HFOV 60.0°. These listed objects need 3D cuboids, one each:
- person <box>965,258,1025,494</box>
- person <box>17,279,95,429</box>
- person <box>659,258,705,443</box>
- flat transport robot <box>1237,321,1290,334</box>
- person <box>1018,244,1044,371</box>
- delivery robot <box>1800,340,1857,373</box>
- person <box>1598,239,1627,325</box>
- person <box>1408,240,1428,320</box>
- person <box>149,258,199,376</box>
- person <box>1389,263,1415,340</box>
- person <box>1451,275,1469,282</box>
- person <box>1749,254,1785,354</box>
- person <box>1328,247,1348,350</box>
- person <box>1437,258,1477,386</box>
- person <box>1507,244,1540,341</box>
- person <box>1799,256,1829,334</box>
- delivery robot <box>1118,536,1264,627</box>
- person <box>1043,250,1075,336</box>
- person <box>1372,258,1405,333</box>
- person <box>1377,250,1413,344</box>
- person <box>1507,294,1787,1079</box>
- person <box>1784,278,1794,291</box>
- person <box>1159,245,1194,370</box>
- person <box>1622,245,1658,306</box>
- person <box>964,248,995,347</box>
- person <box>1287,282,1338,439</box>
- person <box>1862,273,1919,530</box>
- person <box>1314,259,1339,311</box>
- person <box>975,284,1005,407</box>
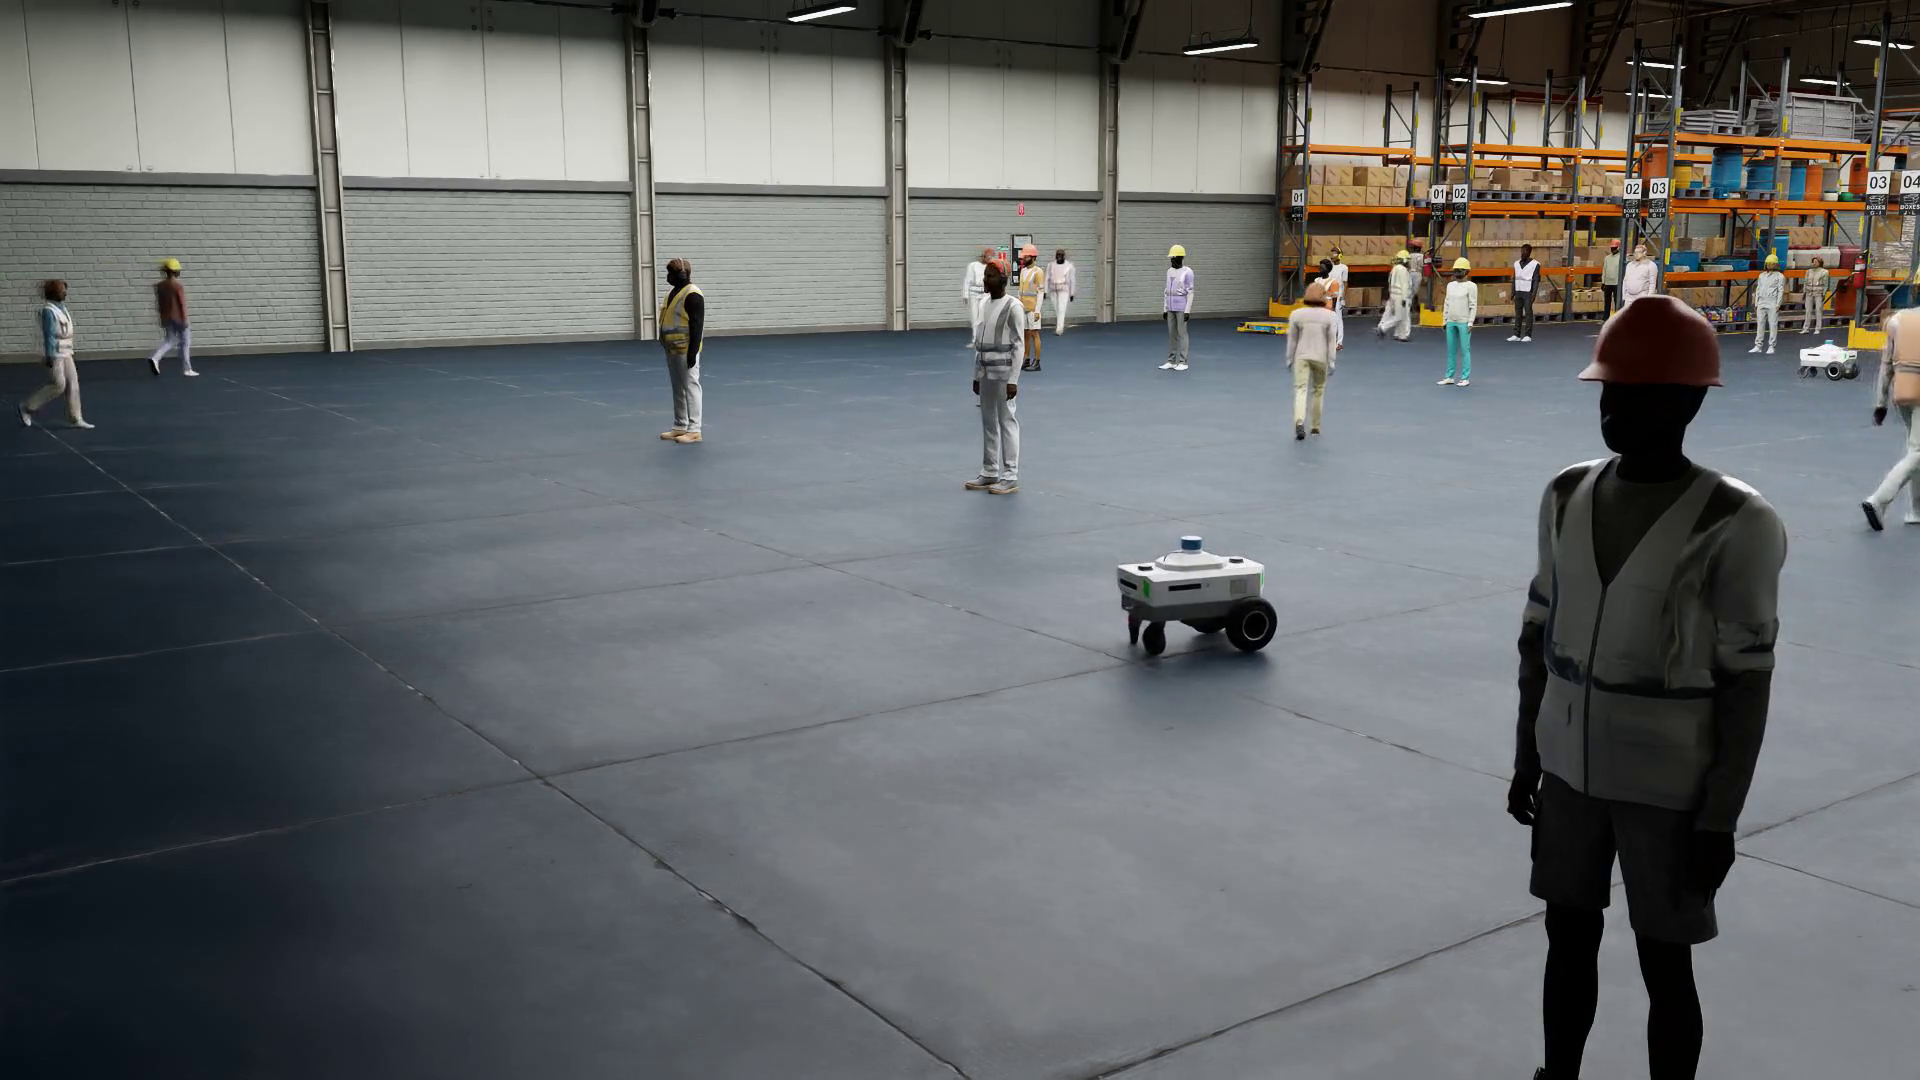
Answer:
[{"bbox_3d":[0.291,-1.317,13.411,0.356,1.884,0.574,-7,13,-35],"label":"person"},{"bbox_3d":[-9.679,-1.967,17.712,0.633,1.618,0.517,-2,11,-12],"label":"person"},{"bbox_3d":[-2.807,-1.904,16.743,0.429,1.844,0.625,-7,13,-35],"label":"person"},{"bbox_3d":[6.663,-4.540,35.502,0.652,0.197,1.431,-7,13,-34],"label":"flat transport robot"},{"bbox_3d":[1.057,-3.563,25.564,0.358,1.941,0.546,-7,13,-35],"label":"person"},{"bbox_3d":[12.592,-2.655,24.132,0.477,0.478,0.707,-7,13,-35],"label":"delivery robot"},{"bbox_3d":[15.181,-5.978,38.659,0.382,1.995,0.612,-7,13,-35],"label":"person"},{"bbox_3d":[11.232,-6.410,41.071,1.076,1.995,0.627,-6,12,-31],"label":"person"},{"bbox_3d":[-11.573,-3.251,24.396,0.528,1.748,0.678,5,11,24],"label":"person"},{"bbox_3d":[8.771,-4.758,32.958,0.280,1.633,0.500,-7,13,-35],"label":"person"},{"bbox_3d":[12.945,-6.678,43.114,0.309,1.772,0.525,-7,13,-35],"label":"person"},{"bbox_3d":[14.311,-4.176,29.462,0.290,1.746,0.487,-7,13,-35],"label":"person"},{"bbox_3d":[6.827,-4.393,30.312,0.328,1.872,0.514,-7,13,-35],"label":"person"},{"bbox_3d":[6.901,-3.013,23.024,0.309,1.772,0.525,-7,13,-35],"label":"person"},{"bbox_3d":[11.162,-4.883,32.875,0.376,1.919,0.595,-7,13,-35],"label":"person"},{"bbox_3d":[18.109,-5.176,35.233,0.309,1.641,0.514,-7,13,-35],"label":"person"},{"bbox_3d":[1.155,0.225,8.342,0.707,0.478,0.477,-4,11,-21],"label":"delivery robot"},{"bbox_3d":[2.075,-5.175,34.836,0.627,1.796,0.976,5,11,24],"label":"person"},{"bbox_3d":[9.221,-5.181,35.368,0.846,1.593,0.529,-4,11,-23],"label":"person"},{"bbox_3d":[8.425,-4.686,32.089,0.636,1.806,0.611,1,10,3],"label":"person"},{"bbox_3d":[1.371,0.472,3.443,0.354,1.942,0.545,-7,13,-35],"label":"person"},{"bbox_3d":[25.823,-8.302,51.828,0.403,1.837,0.591,-7,13,-35],"label":"person"},{"bbox_3d":[3.360,-3.591,25.755,0.371,1.927,0.588,-7,13,-35],"label":"person"},{"bbox_3d":[12.490,-4.479,30.684,0.407,1.908,0.641,-7,13,-35],"label":"person"},{"bbox_3d":[0.410,-4.516,31.053,0.678,1.854,0.365,-1,10,-6],"label":"person"},{"bbox_3d":[3.596,-1.842,17.046,0.507,1.602,0.769,3,11,17],"label":"person"},{"bbox_3d":[6.725,-1.009,11.712,0.863,1.897,0.587,-4,11,-19],"label":"person"},{"bbox_3d":[5.935,-3.729,27.138,0.318,1.700,0.535,-7,13,-35],"label":"person"},{"bbox_3d":[0.400,-2.399,20.027,0.280,1.633,0.500,-7,13,-35],"label":"person"}]
